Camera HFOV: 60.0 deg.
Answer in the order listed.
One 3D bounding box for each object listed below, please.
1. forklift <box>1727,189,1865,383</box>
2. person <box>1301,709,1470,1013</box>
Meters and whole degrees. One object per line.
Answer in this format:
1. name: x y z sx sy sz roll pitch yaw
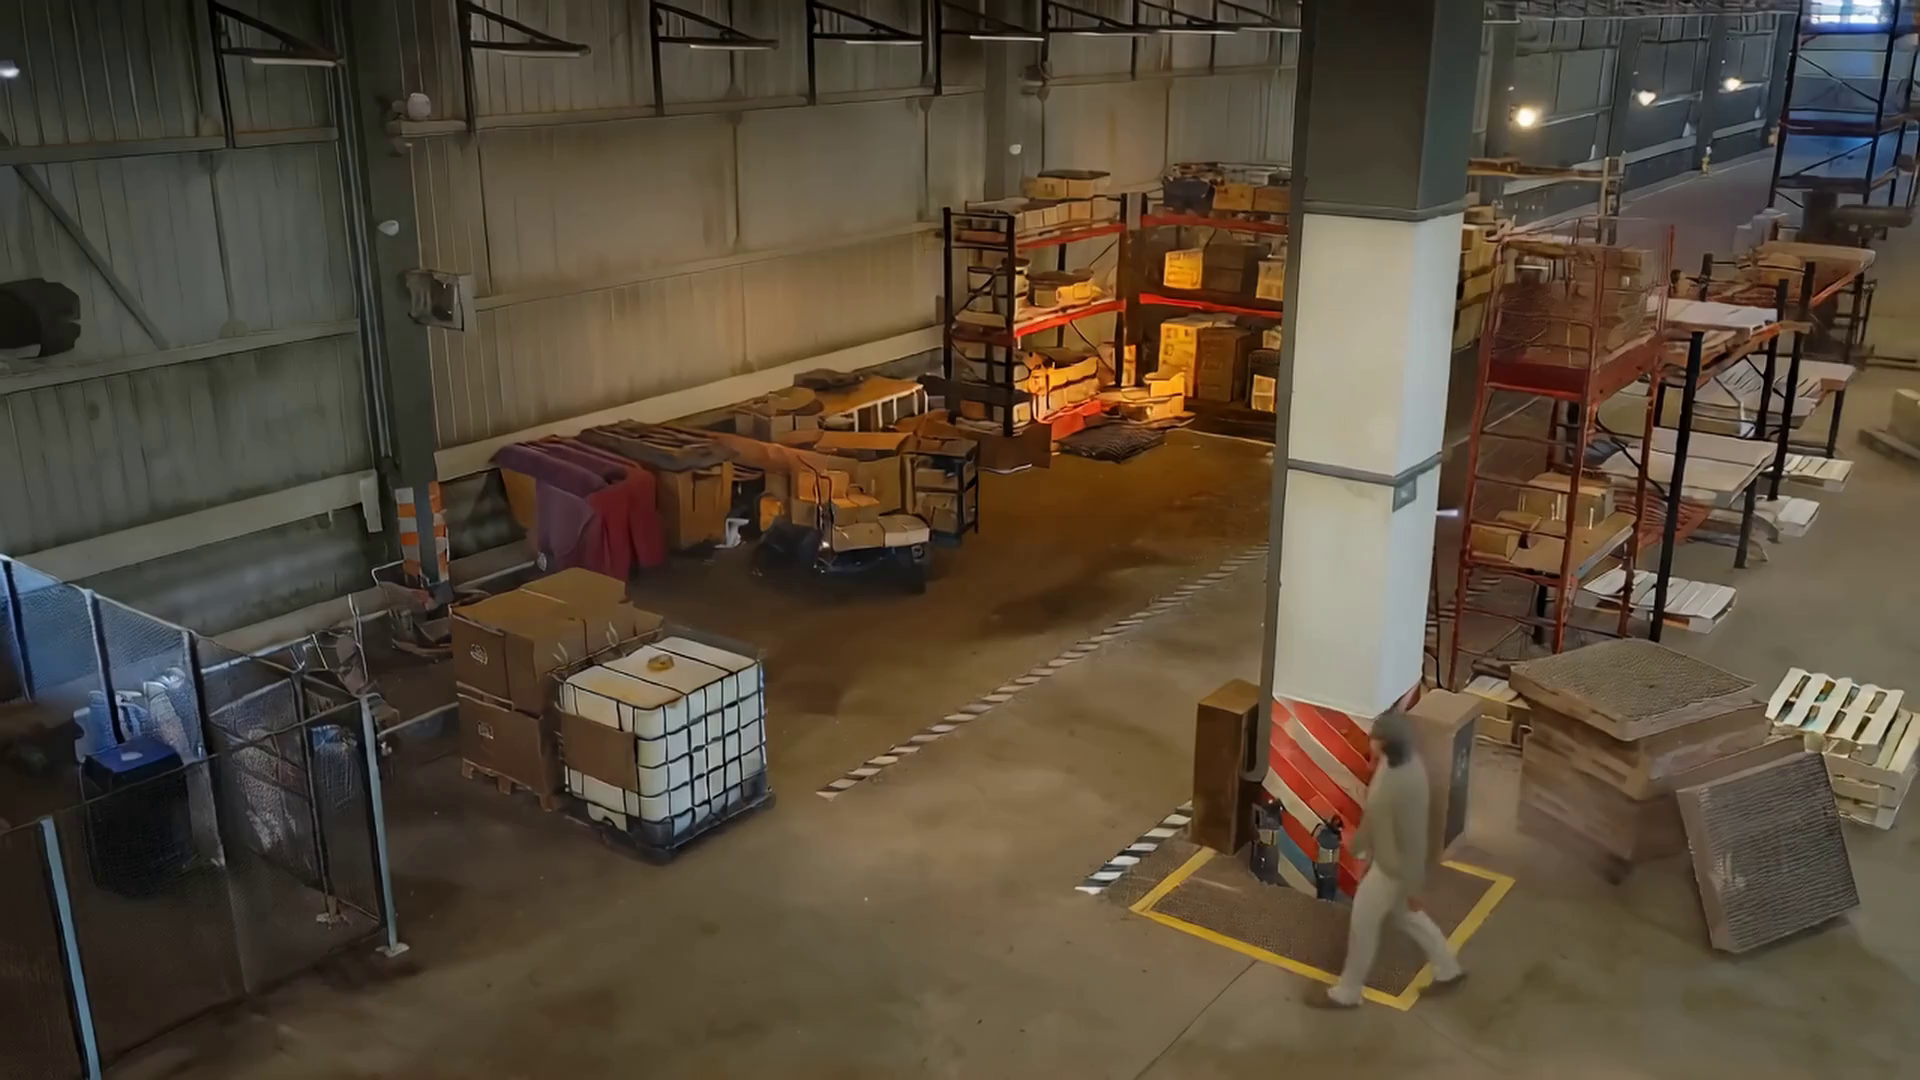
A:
1. forklift: 13.187 -4.015 25.905 1.873 2.768 1.129 13 22 34
2. person: 2.540 1.851 9.535 0.946 1.904 0.627 3 18 8
